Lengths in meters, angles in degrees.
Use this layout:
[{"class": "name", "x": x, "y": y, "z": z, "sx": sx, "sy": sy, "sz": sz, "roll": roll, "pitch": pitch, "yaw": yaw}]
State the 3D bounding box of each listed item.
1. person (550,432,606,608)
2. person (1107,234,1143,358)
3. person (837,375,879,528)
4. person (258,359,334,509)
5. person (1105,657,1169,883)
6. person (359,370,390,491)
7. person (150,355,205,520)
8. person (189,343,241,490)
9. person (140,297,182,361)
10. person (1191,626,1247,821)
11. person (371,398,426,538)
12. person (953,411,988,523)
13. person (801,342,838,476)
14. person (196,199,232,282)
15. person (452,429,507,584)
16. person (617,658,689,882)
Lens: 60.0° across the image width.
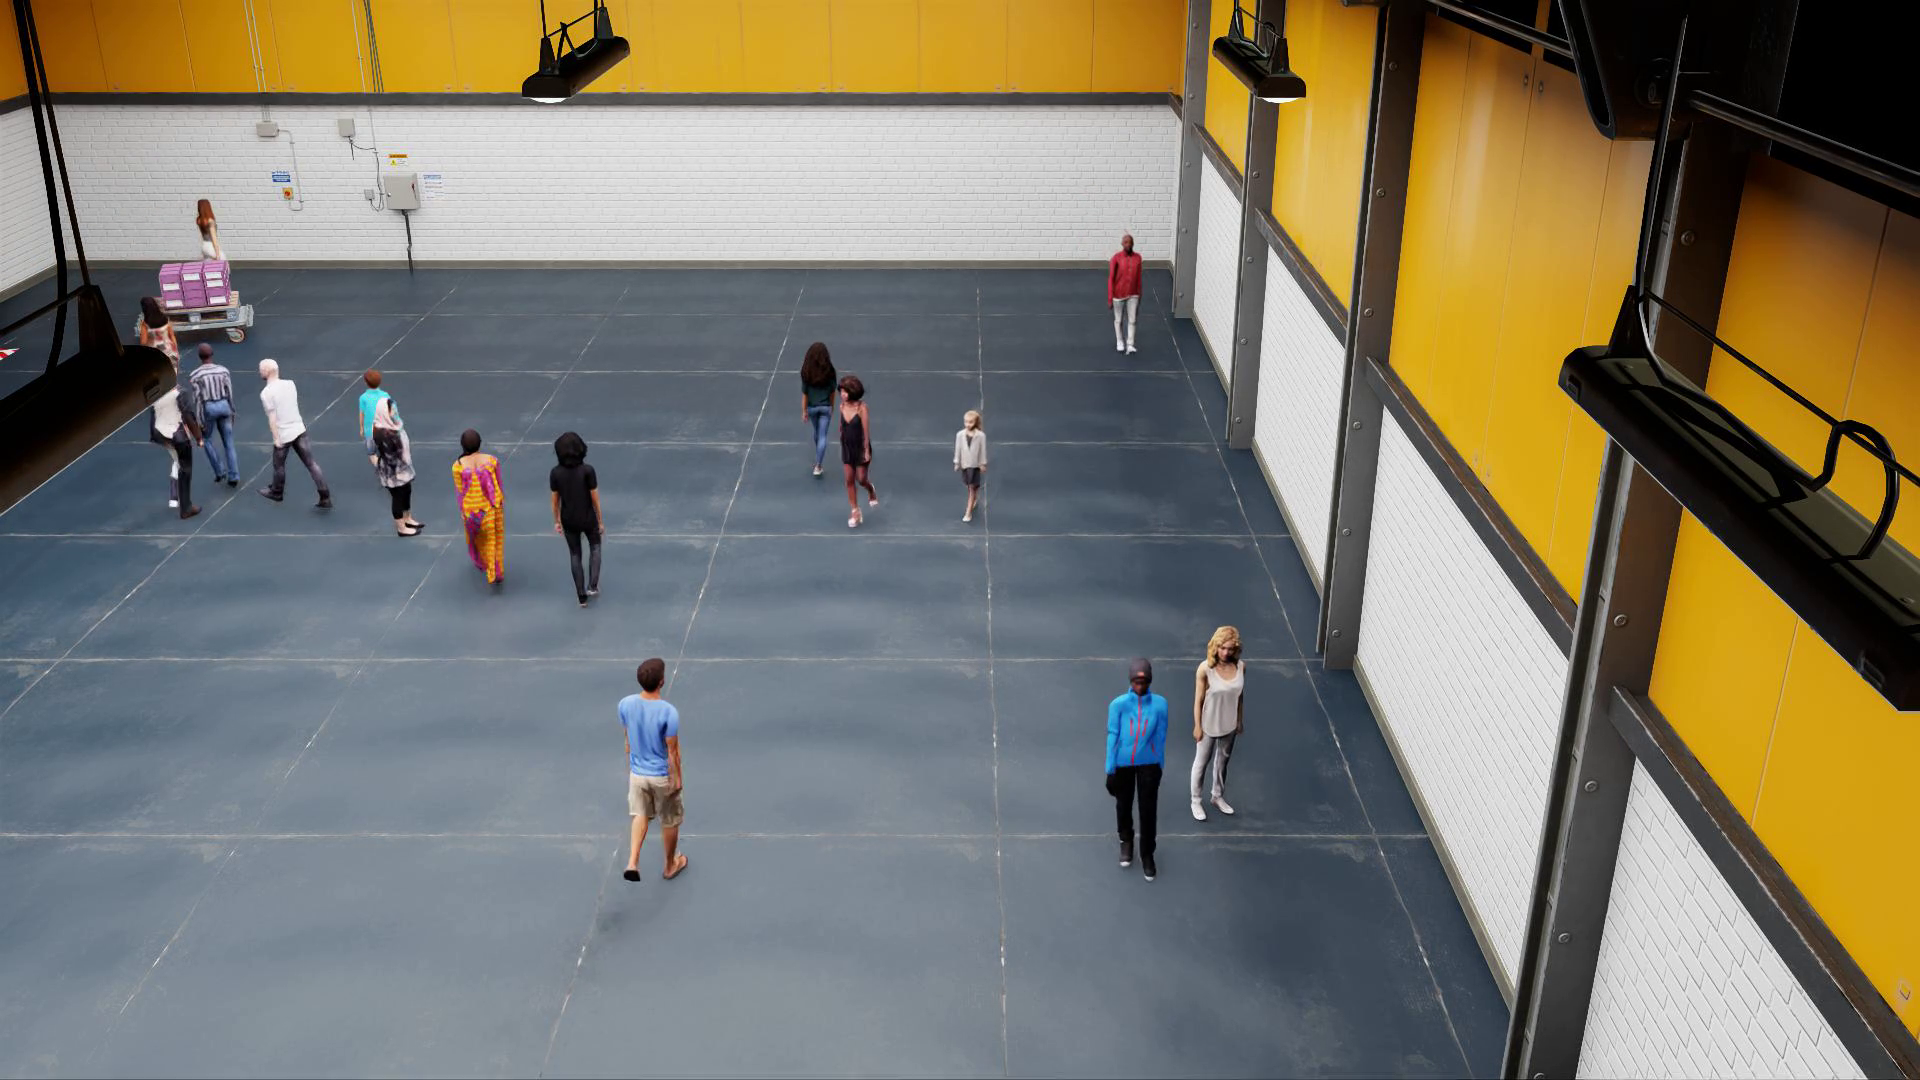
[{"class": "person", "x": -3.852, "y": -0.176, "z": 16.734, "sx": 0.680, "sy": 1.822, "sz": 0.660, "roll": -1, "pitch": 24, "yaw": -3}, {"class": "person", "x": 2.438, "y": -3.658, "z": 24.749, "sx": 0.723, "sy": 1.782, "sz": 1.162, "roll": -1, "pitch": 24, "yaw": -3}, {"class": "person", "x": -1.133, "y": -1.020, "z": 18.724, "sx": 0.750, "sy": 1.774, "sz": 0.870, "roll": 11, "pitch": 26, "yaw": 23}, {"class": "person", "x": -7.617, "y": -1.155, "z": 19.029, "sx": 1.122, "sy": 1.778, "sz": 1.299, "roll": 12, "pitch": 26, "yaw": 26}, {"class": "person", "x": 1.327, "y": 1.657, "z": 12.594, "sx": 0.640, "sy": 1.780, "sz": 0.742, "roll": 3, "pitch": 24, "yaw": 6}, {"class": "person", "x": -6.922, "y": -1.305, "z": 19.797, "sx": 0.815, "sy": 1.436, "sz": 0.910, "roll": -17, "pitch": 29, "yaw": -34}, {"class": "person", "x": -8.982, "y": -1.139, "z": 18.875, "sx": 0.834, "sy": 1.872, "sz": 0.775, "roll": 9, "pitch": 25, "yaw": 19}, {"class": "person", "x": -8.753, "y": -1.433, "z": 19.662, "sx": 0.805, "sy": 1.780, "sz": 0.863, "roll": -21, "pitch": 31, "yaw": -39}, {"class": "person", "x": -10.578, "y": -2.432, "z": 22.133, "sx": 0.910, "sy": 1.633, "sz": 0.860, "roll": 14, "pitch": 27, "yaw": 29}, {"class": "person", "x": 2.054, "y": 1.427, "z": 13.255, "sx": 0.660, "sy": 1.672, "sz": 0.648, "roll": -8, "pitch": 25, "yaw": -17}, {"class": "person", "x": -6.308, "y": -0.806, "z": 18.419, "sx": 0.683, "sy": 1.627, "sz": 0.546, "roll": -3, "pitch": 24, "yaw": -6}, {"class": "person", "x": 0.149, "y": -0.887, "z": 19.081, "sx": 0.711, "sy": 1.244, "sz": 0.953, "roll": 9, "pitch": 25, "yaw": 19}, {"class": "person", "x": -1.703, "y": -1.557, "z": 20.207, "sx": 0.645, "sy": 1.571, "sz": 1.123, "roll": 1, "pitch": 24, "yaw": 3}, {"class": "person", "x": -12.324, "y": -4.713, "z": 27.247, "sx": 0.725, "sy": 1.714, "sz": 0.775, "roll": 11, "pitch": 26, "yaw": 23}, {"class": "person", "x": -4.975, "y": -0.341, "z": 17.328, "sx": 0.873, "sy": 1.648, "sz": 1.271, "roll": -7, "pitch": 25, "yaw": -16}, {"class": "person", "x": -2.302, "y": 1.762, "z": 12.275, "sx": 0.797, "sy": 1.842, "sz": 0.957, "roll": 7, "pitch": 25, "yaw": 15}]
